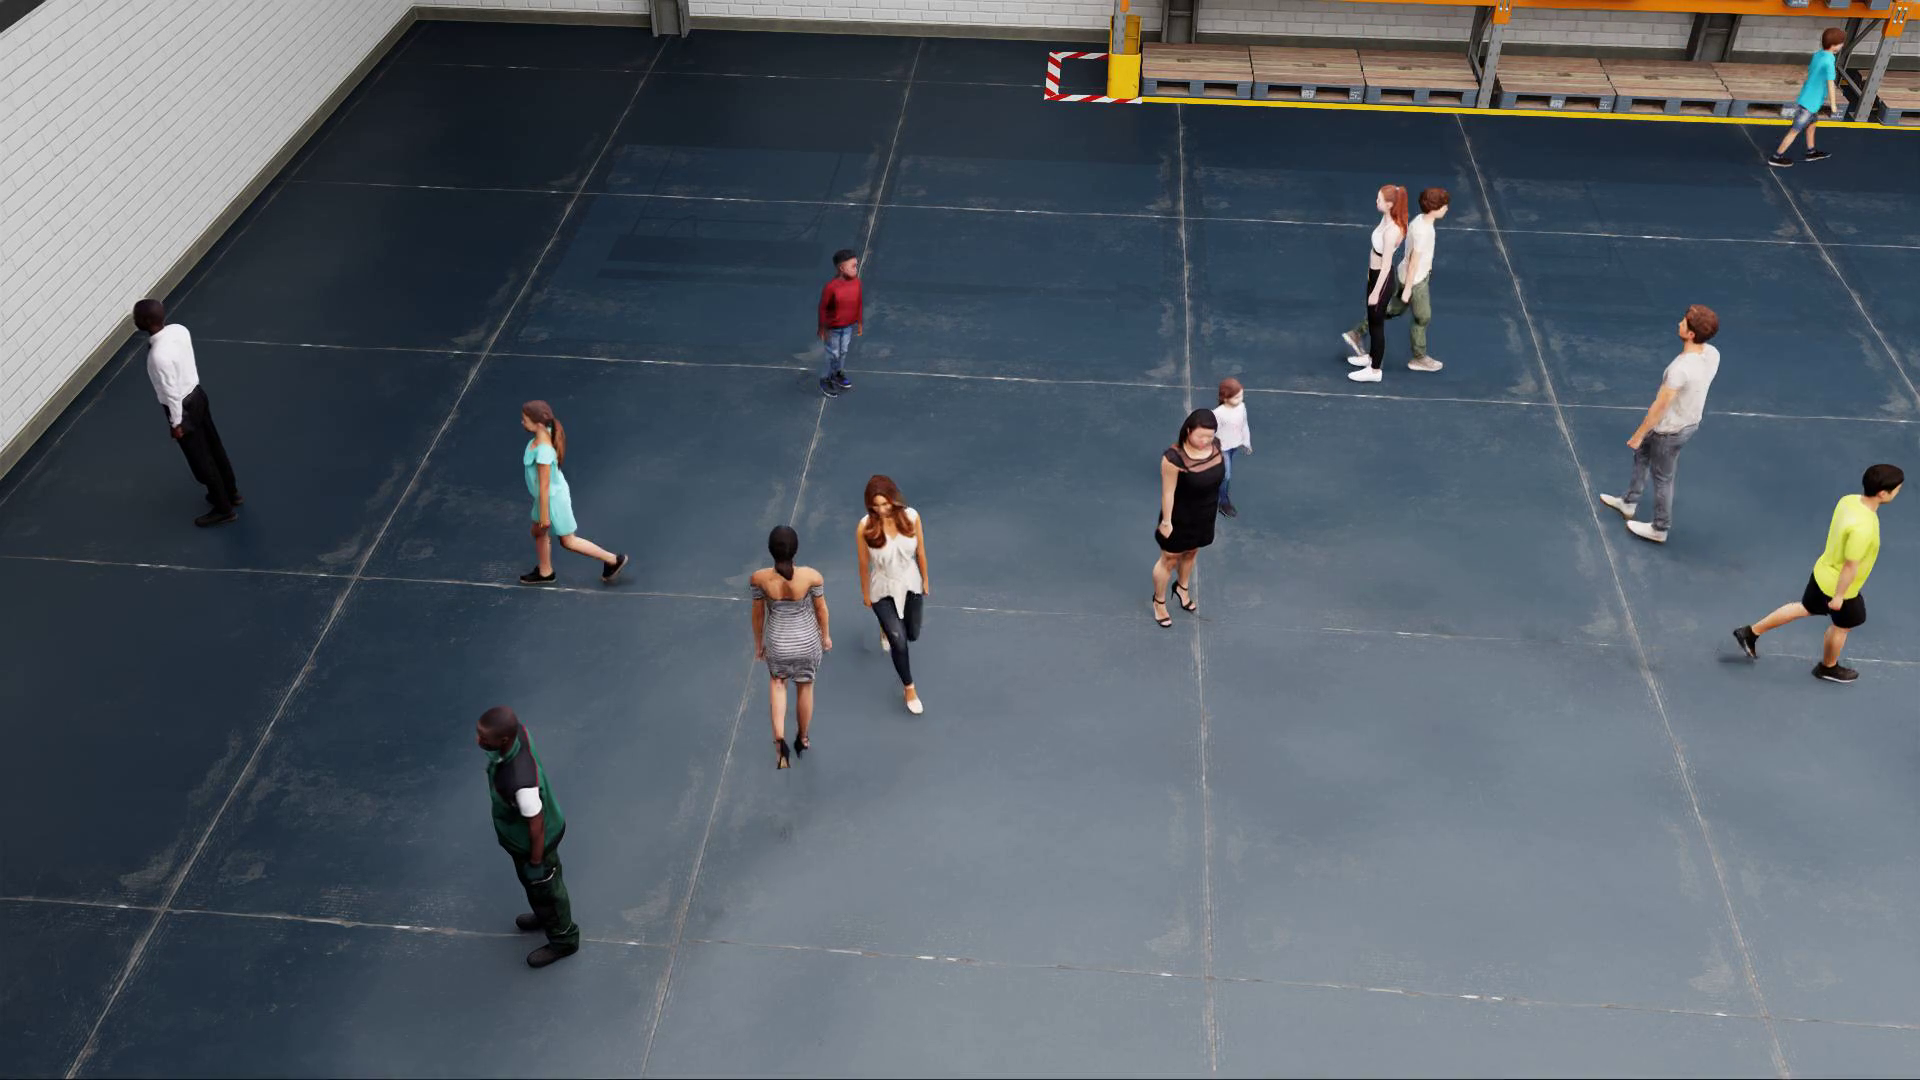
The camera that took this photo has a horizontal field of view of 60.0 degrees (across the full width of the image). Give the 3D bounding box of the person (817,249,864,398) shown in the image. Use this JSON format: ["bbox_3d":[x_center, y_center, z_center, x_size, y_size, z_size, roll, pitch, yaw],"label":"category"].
[{"bbox_3d":[-1.010,-1.770,13.481,0.641,1.230,0.701,-17,42,-20],"label":"person"}]

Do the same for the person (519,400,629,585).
[{"bbox_3d":[-2.716,-0.284,11.378,1.057,1.533,0.697,-5,39,-6],"label":"person"}]

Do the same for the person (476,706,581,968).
[{"bbox_3d":[-2.284,1.548,8.838,0.771,1.840,0.779,-14,41,-17],"label":"person"}]

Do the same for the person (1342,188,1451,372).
[{"bbox_3d":[3.615,-2.132,13.617,1.116,1.625,0.684,8,39,10],"label":"person"}]

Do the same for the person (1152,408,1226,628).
[{"bbox_3d":[1.504,-0.173,11.092,0.747,1.715,0.815,-26,45,-28],"label":"person"}]

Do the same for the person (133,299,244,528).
[{"bbox_3d":[-5.543,-0.930,11.943,0.574,1.837,0.667,-2,39,-2],"label":"person"}]

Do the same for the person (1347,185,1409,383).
[{"bbox_3d":[3.407,-2.080,13.458,0.527,1.743,0.604,7,39,8],"label":"person"}]

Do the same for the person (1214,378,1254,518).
[{"bbox_3d":[1.933,-0.747,12.309,0.631,1.094,0.688,-28,46,-30],"label":"person"}]

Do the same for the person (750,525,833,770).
[{"bbox_3d":[-1.004,0.706,9.917,0.653,1.808,0.682,1,39,1],"label":"person"}]

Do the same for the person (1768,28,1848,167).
[{"bbox_3d":[8.438,-4.401,16.620,0.840,1.423,0.530,4,39,6],"label":"person"}]

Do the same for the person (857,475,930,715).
[{"bbox_3d":[-0.437,0.268,10.504,0.984,1.760,0.915,-16,41,-19],"label":"person"}]

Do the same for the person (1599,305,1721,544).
[{"bbox_3d":[5.091,-0.759,11.695,1.003,1.879,0.936,31,48,33],"label":"person"}]

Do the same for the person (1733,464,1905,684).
[{"bbox_3d":[5.533,0.221,10.625,1.051,1.682,0.678,6,39,7],"label":"person"}]
